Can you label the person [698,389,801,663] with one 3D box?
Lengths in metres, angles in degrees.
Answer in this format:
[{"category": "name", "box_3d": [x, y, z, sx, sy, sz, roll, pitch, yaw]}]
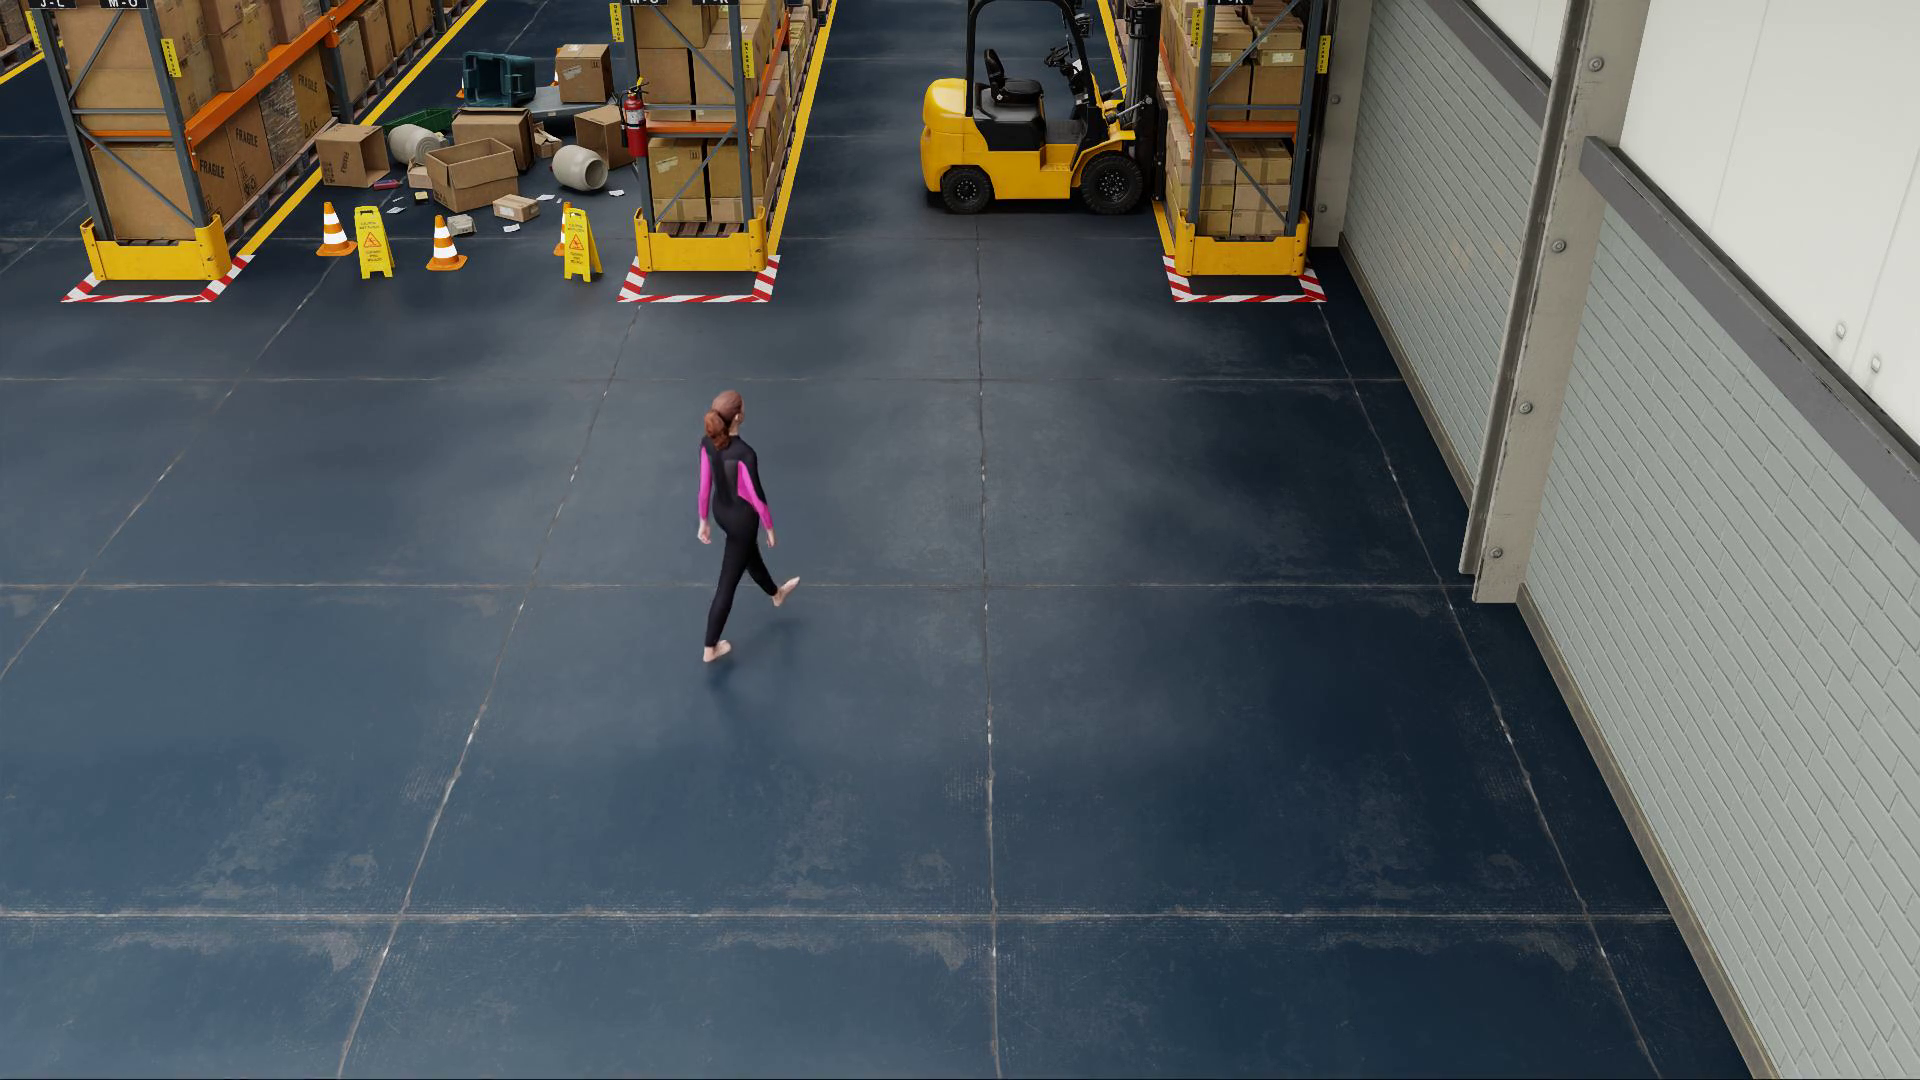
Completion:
[{"category": "person", "box_3d": [-1.385, -0.037, 9.878, 1.027, 1.692, 1.203, 21, 38, 30]}]
